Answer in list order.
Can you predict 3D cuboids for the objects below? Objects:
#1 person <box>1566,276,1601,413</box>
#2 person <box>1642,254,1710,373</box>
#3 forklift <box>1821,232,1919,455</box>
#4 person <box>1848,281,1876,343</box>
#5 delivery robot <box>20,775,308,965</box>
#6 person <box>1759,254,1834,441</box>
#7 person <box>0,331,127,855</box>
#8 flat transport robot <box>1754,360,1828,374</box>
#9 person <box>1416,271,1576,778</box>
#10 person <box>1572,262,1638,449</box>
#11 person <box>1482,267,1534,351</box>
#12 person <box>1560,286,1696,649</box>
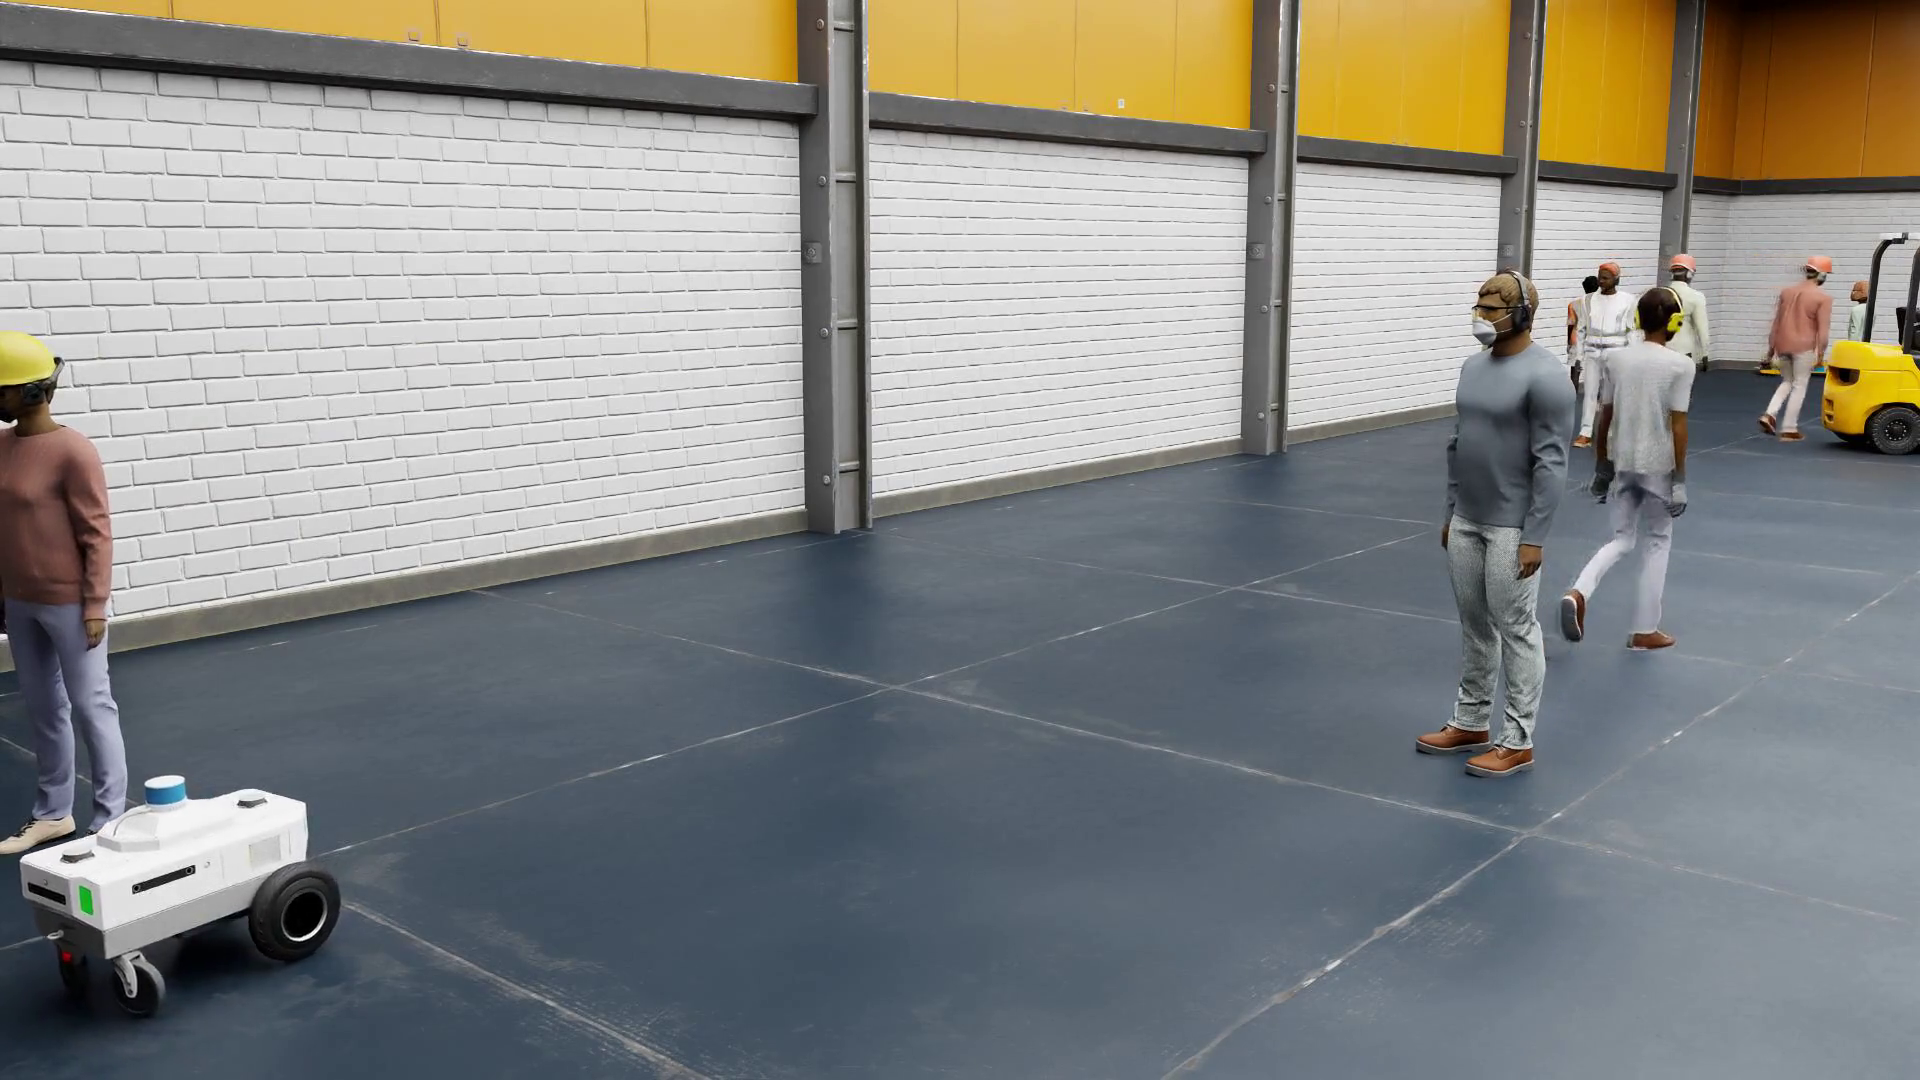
[{"bbox_3d":[7.745,-2.410,20.532,0.529,1.690,0.321,2,10,13],"label":"person"},{"bbox_3d":[7.298,-1.899,16.829,0.760,1.959,0.666,-7,12,-33],"label":"person"},{"bbox_3d":[9.955,-1.972,16.595,2.313,2.155,1.214,1,10,8],"label":"forklift"},{"bbox_3d":[10.765,-2.278,19.933,0.500,1.633,0.279,-8,13,-38],"label":"person"},{"bbox_3d":[-2.197,0.901,4.633,0.477,0.478,0.707,6,12,32],"label":"delivery robot"},{"bbox_3d":[8.839,-2.012,17.483,0.552,1.961,0.656,-4,11,-23],"label":"person"},{"bbox_3d":[-3.003,0.200,5.462,0.523,1.763,0.329,5,11,25],"label":"person"},{"bbox_3d":[13.528,-2.764,26.579,1.431,0.197,0.652,3,10,16],"label":"flat transport robot"},{"bbox_3d":[2.079,-0.060,6.439,0.372,1.940,0.632,-3,11,-19],"label":"person"},{"bbox_3d":[6.522,-1.858,16.831,0.581,1.882,0.339,8,13,38],"label":"person"},{"bbox_3d":[5.291,-1.721,16.169,0.626,1.843,0.430,-8,13,-39],"label":"person"},{"bbox_3d":[3.357,-0.335,8.282,0.654,1.848,0.528,-6,12,-33],"label":"person"}]
